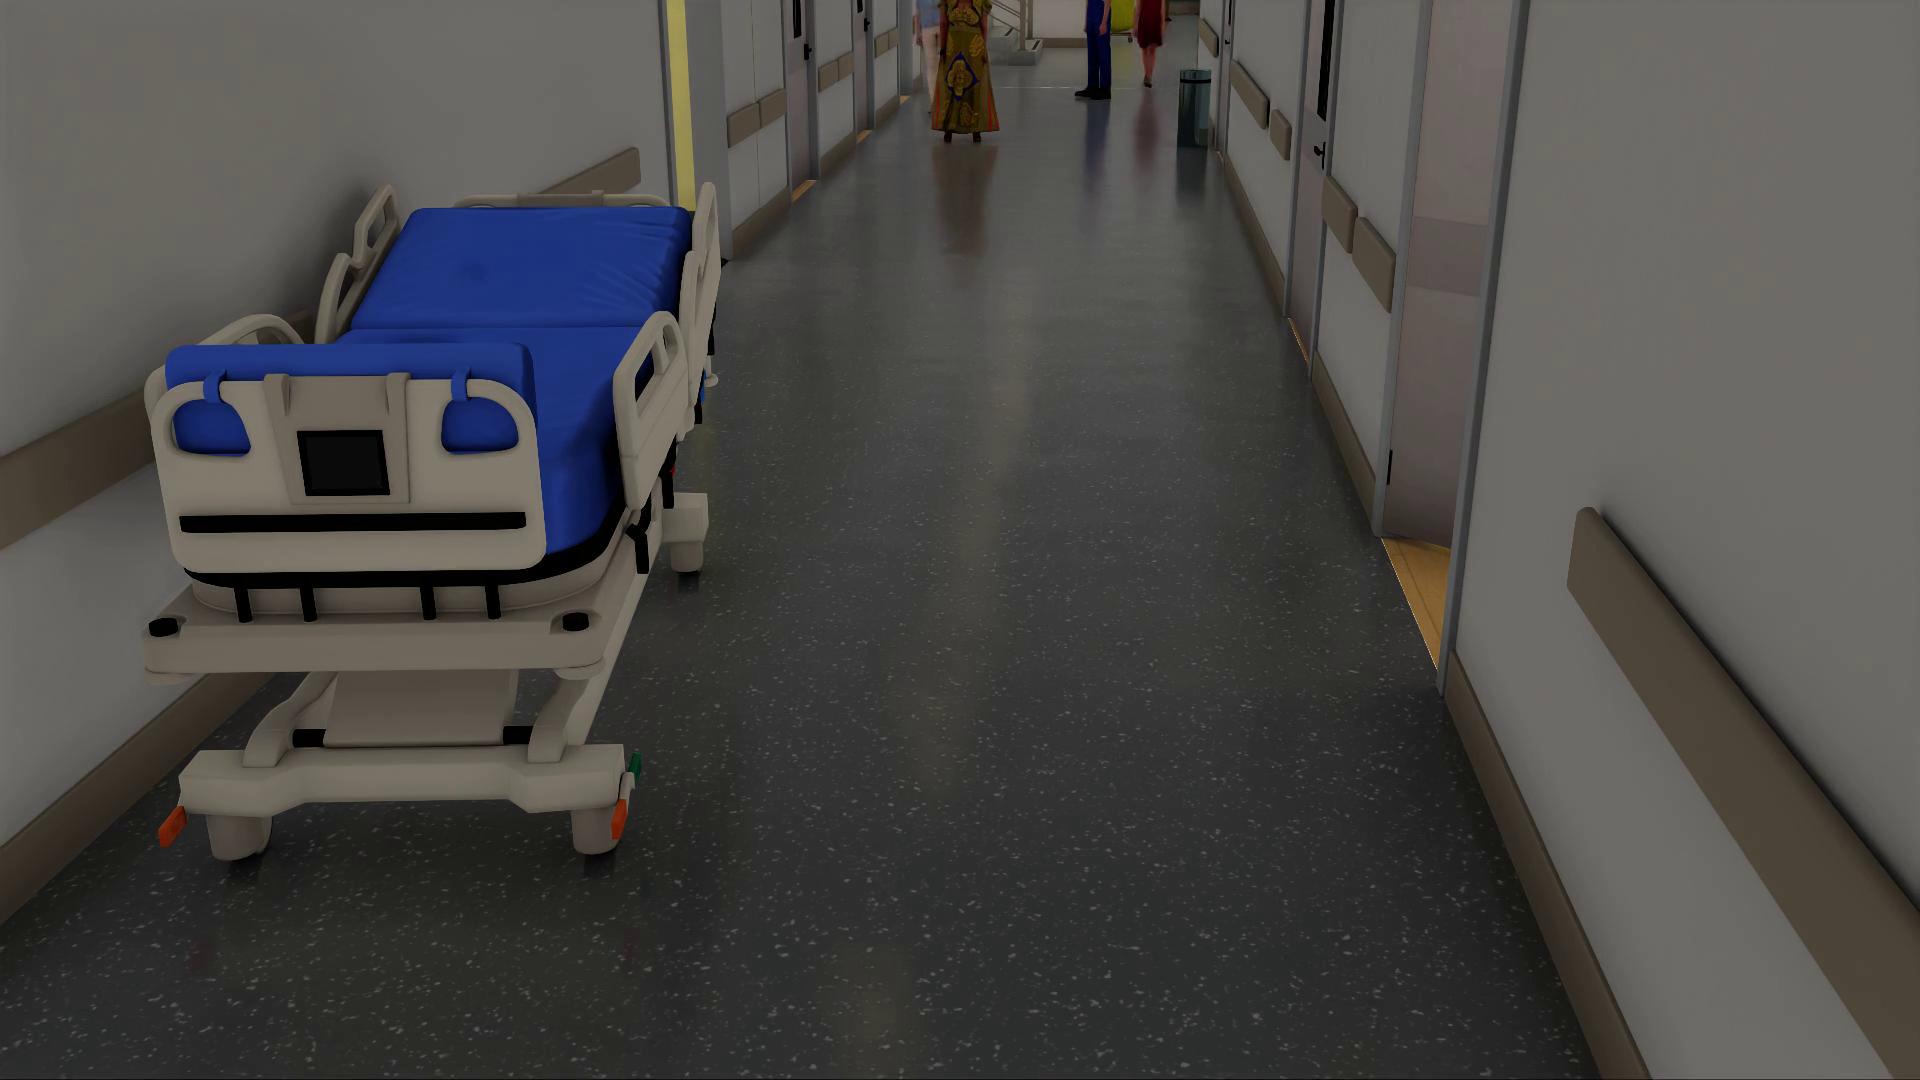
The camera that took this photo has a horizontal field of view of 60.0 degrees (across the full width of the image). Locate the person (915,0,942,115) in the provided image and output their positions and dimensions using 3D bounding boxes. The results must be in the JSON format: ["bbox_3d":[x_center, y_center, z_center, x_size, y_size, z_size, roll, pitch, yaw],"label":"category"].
[{"bbox_3d":[-0.219,-5.709,18.538,0.803,1.838,0.802,6,21,14],"label":"person"}]

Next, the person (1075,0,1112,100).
[{"bbox_3d":[1.675,-6.273,20.008,0.741,1.850,0.720,-10,23,-26],"label":"person"}]

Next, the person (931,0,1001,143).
[{"bbox_3d":[0.040,-4.771,16.313,0.737,1.659,0.934,0,21,-1],"label":"person"}]

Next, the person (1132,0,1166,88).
[{"bbox_3d":[2.417,-6.527,21.150,1.055,1.509,0.683,4,21,11],"label":"person"}]
